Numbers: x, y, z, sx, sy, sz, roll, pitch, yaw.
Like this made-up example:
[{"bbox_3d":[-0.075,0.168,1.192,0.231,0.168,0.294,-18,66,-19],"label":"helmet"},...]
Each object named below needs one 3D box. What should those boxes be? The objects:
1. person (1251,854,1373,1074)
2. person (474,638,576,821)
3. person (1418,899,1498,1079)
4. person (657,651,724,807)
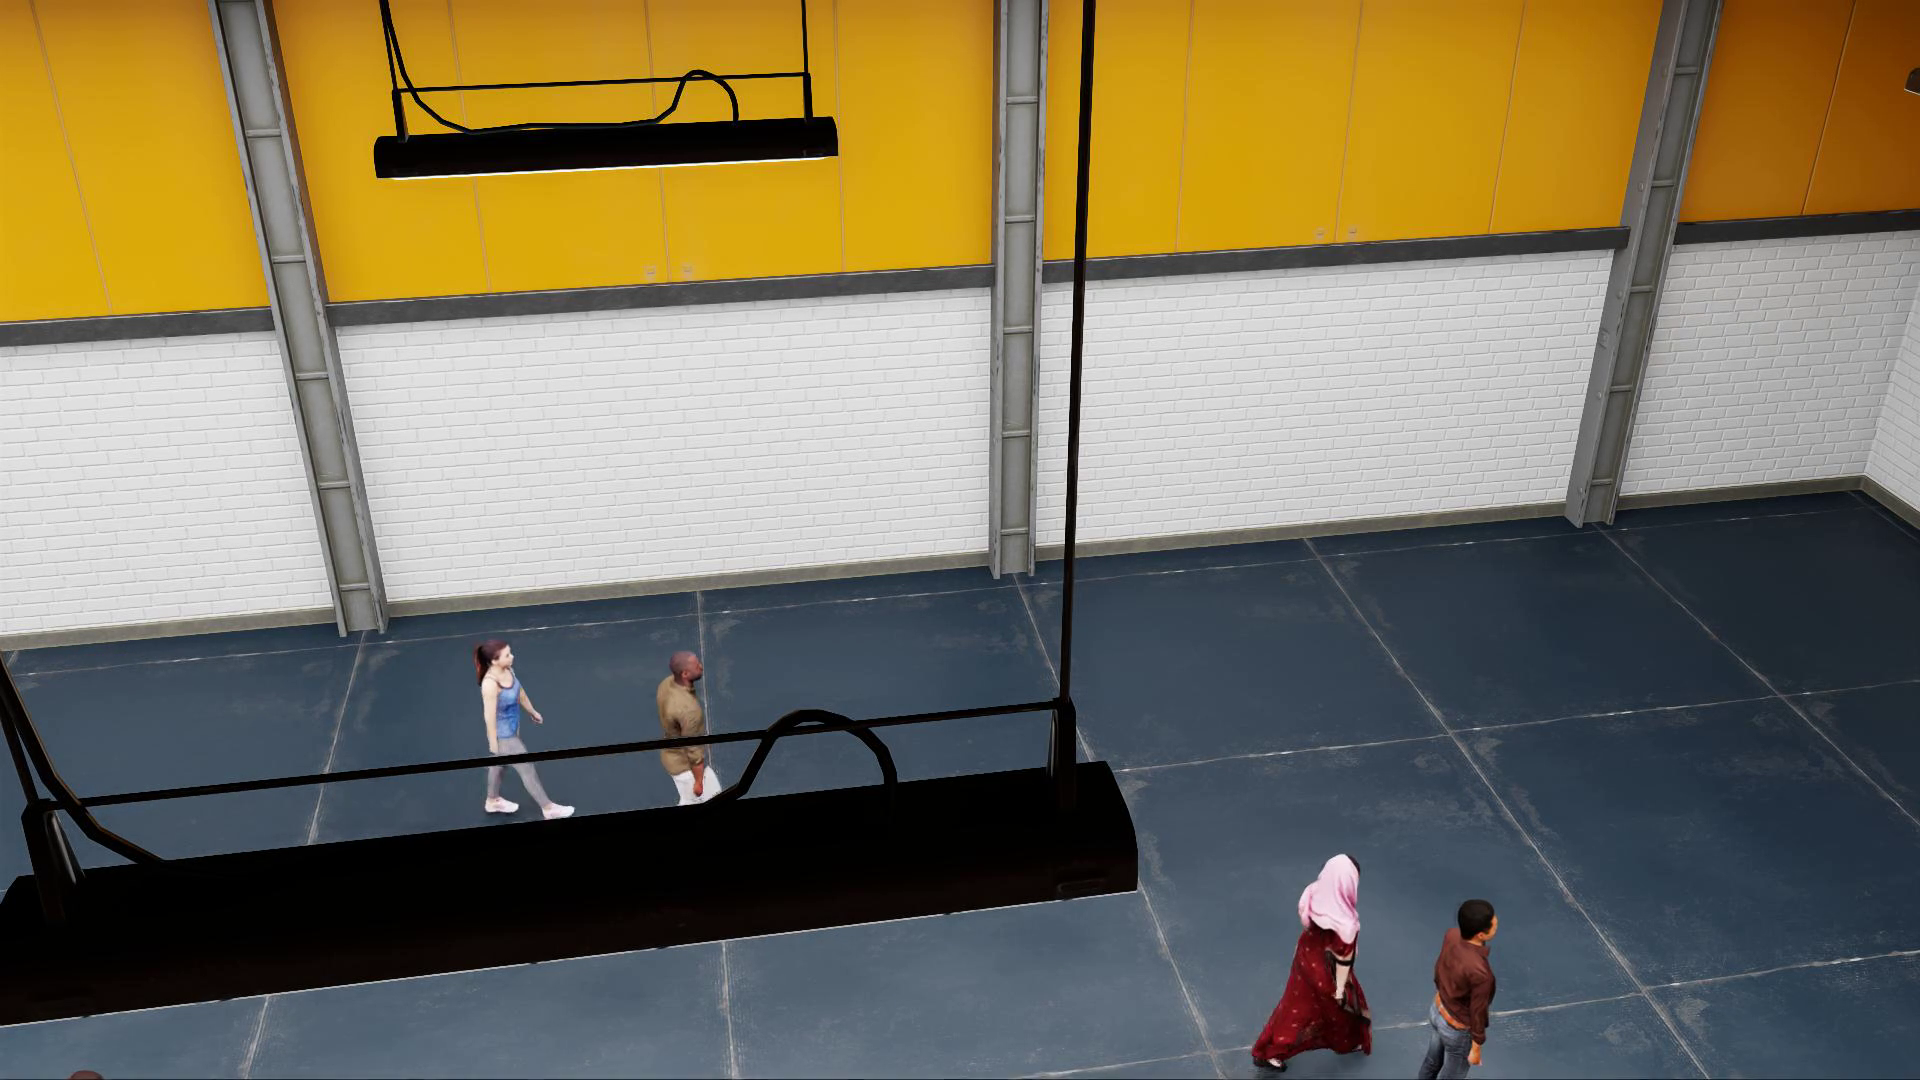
[{"bbox_3d":[2.135,2.614,10.102,1.138,1.594,0.805,-11,31,-20],"label":"person"},{"bbox_3d":[-3.433,1.416,12.312,0.990,1.579,0.687,-1,29,-1],"label":"person"},{"bbox_3d":[2.853,2.787,9.591,0.487,1.779,0.637,-5,29,-10],"label":"person"},{"bbox_3d":[-1.997,1.588,11.753,0.770,1.813,0.807,-15,32,-25],"label":"person"}]
